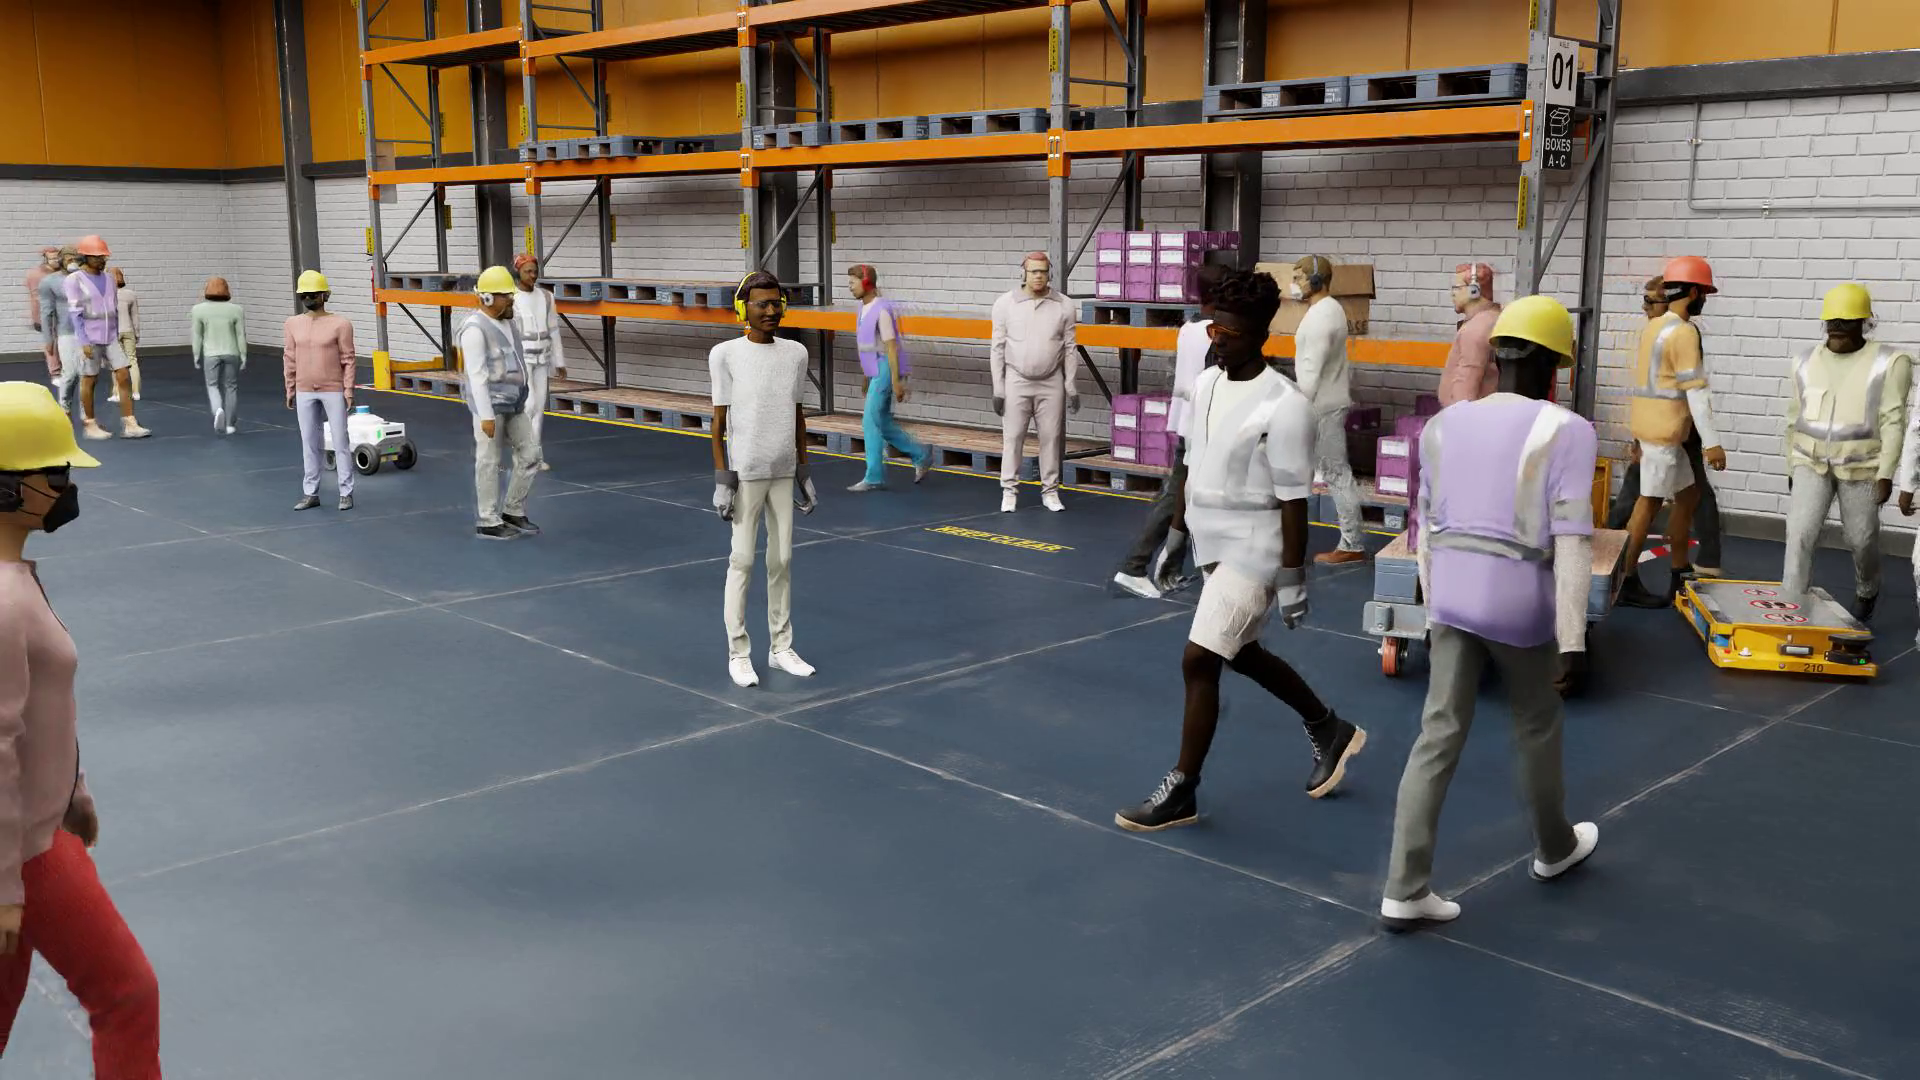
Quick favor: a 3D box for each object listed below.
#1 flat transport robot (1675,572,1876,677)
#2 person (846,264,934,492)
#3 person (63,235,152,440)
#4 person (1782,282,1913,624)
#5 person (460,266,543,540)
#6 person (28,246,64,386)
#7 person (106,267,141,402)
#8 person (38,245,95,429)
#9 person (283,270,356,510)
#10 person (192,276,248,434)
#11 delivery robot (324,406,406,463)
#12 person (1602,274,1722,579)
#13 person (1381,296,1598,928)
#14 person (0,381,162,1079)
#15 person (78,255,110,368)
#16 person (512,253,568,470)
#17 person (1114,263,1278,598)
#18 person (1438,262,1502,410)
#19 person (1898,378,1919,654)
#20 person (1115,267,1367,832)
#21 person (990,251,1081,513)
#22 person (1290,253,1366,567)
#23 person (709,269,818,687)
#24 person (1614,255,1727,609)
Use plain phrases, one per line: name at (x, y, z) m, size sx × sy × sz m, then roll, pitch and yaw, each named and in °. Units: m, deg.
flat transport robot at (3.989, 0.396, 8.216) m, size 0.652 × 0.197 × 1.431 m, roll 3°, pitch 11°, yaw 15°
person at (-0.555, -1.288, 13.216) m, size 0.698 × 1.804 × 0.578 m, roll -3°, pitch 11°, yaw -14°
person at (-8.397, -1.969, 16.352) m, size 0.870 × 2.008 × 0.611 m, roll 5°, pitch 11°, yaw 25°
person at (4.457, -0.399, 8.385) m, size 0.587 × 1.794 × 0.818 m, roll 10°, pitch 14°, yaw 42°
person at (-3.005, -0.888, 10.990) m, size 0.511 × 1.816 × 0.625 m, roll 2°, pitch 11°, yaw 13°
person at (-12.183, -2.998, 22.359) m, size 0.571 × 1.879 × 0.660 m, roll 6°, pitch 12°, yaw 29°
person at (-10.279, -2.508, 20.330) m, size 0.277 × 1.633 × 0.507 m, roll 8°, pitch 13°, yaw 37°
person at (-9.193, -2.102, 17.336) m, size 0.420 × 1.922 × 0.635 m, roll 9°, pitch 14°, yaw 42°
person at (-4.713, -1.093, 12.257) m, size 0.525 × 1.769 × 0.313 m, roll 0°, pitch 10°, yaw 0°
person at (-7.475, -1.859, 16.830) m, size 0.512 × 1.612 × 0.550 m, roll -5°, pitch 11°, yaw -24°
delivery robot at (-5.121, -0.909, 14.297) m, size 0.707 × 0.478 × 0.477 m, roll 6°, pitch 12°, yaw 27°
person at (4.147, -0.673, 9.869) m, size 0.626 × 1.786 × 0.963 m, roll -9°, pitch 14°, yaw -40°
person at (1.616, 0.208, 4.955) m, size 1.009 × 1.844 × 0.638 m, roll -9°, pitch 14°, yaw -41°
person at (-1.727, 0.560, 3.278) m, size 0.738 × 1.736 × 0.553 m, roll -7°, pitch 12°, yaw -32°
person at (-13.330, -3.544, 25.435) m, size 0.621 × 1.837 × 0.429 m, roll -3°, pitch 11°, yaw -14°
person at (-3.659, -1.512, 14.263) m, size 0.467 × 1.872 × 0.585 m, roll 8°, pitch 13°, yaw 38°
person at (1.323, -0.591, 9.228) m, size 0.976 × 1.880 × 0.605 m, roll -2°, pitch 11°, yaw -13°
person at (3.023, -0.652, 9.544) m, size 0.739 × 1.876 × 0.640 m, roll 4°, pitch 11°, yaw 22°
person at (4.571, -0.251, 7.463) m, size 0.609 × 1.853 × 0.643 m, roll 8°, pitch 13°, yaw 37°
person at (1.018, 0.031, 5.700) m, size 0.946 × 1.927 × 0.618 m, roll -3°, pitch 11°, yaw -18°
person at (0.548, -1.146, 12.161) m, size 0.647 × 1.908 × 0.405 m, roll -1°, pitch 10°, yaw -5°
person at (2.076, -0.779, 10.148) m, size 0.952 × 1.900 × 0.648 m, roll 3°, pitch 11°, yaw 14°
person at (-0.882, -0.281, 7.546) m, size 0.515 × 1.872 × 0.328 m, roll -8°, pitch 13°, yaw -36°
person at (3.916, -0.560, 8.942) m, size 0.757 × 1.909 × 0.573 m, roll 2°, pitch 11°, yaw 10°
